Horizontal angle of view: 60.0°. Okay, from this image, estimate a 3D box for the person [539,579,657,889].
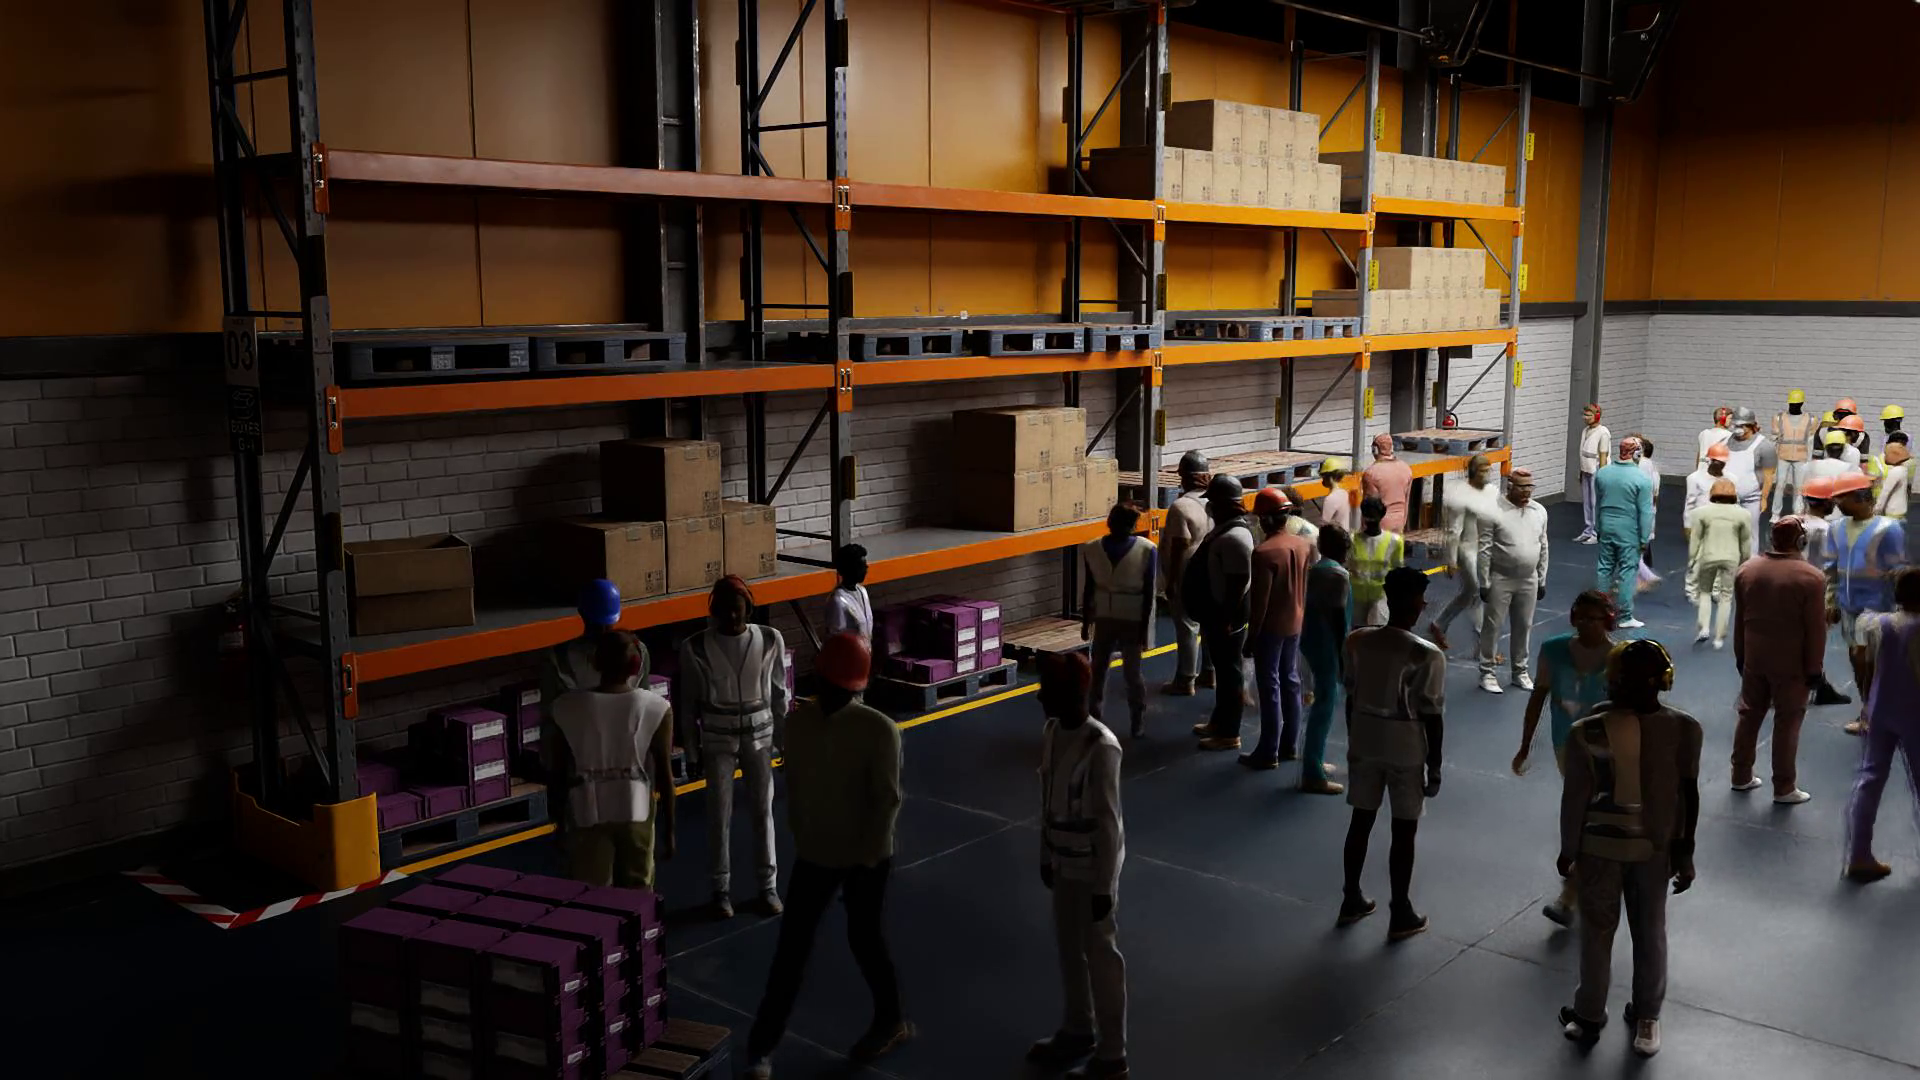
[{"bbox_3d":[-1.843,1.147,8.516,0.604,1.937,0.403,-6,10,-32],"label":"person"}]

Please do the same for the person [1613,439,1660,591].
[{"bbox_3d":[7.562,-0.287,18.529,0.320,1.698,0.531,-1,9,-8],"label":"person"}]

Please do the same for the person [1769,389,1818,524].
[{"bbox_3d":[11.761,-1.170,23.496,0.593,1.922,0.377,4,10,25],"label":"person"}]

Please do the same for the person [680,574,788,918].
[{"bbox_3d":[-1.212,1.107,8.977,0.584,1.878,0.368,-3,9,-18],"label":"person"}]

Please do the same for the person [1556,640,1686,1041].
[{"bbox_3d":[2.981,1.355,7.505,0.590,1.833,0.403,0,9,-3],"label":"person"}]

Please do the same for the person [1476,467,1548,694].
[{"bbox_3d":[4.616,0.335,13.884,0.645,1.900,0.399,-2,9,-12],"label":"person"}]

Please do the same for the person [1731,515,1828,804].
[{"bbox_3d":[5.441,0.779,11.032,0.395,1.901,0.643,-5,10,-27],"label":"person"}]

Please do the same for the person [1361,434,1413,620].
[{"bbox_3d":[4.264,-0.126,16.849,0.639,1.901,0.402,-6,11,-33],"label":"person"}]

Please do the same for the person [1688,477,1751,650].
[{"bbox_3d":[7.112,0.215,15.577,0.534,1.600,0.447,4,10,23],"label":"person"}]

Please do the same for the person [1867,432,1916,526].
[{"bbox_3d":[11.115,-0.477,19.905,0.532,1.643,0.920,3,9,20],"label":"person"}]

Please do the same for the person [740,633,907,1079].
[{"bbox_3d":[-0.551,1.362,7.125,0.618,1.930,0.835,4,10,24],"label":"person"}]

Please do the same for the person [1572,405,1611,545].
[{"bbox_3d":[8.293,-0.855,21.750,0.387,1.838,0.562,-1,9,-6],"label":"person"}]

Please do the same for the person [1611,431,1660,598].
[{"bbox_3d":[7.300,-0.249,17.902,0.553,1.818,0.540,-6,10,-33],"label":"person"}]

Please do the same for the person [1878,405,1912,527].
[{"bbox_3d":[11.495,-0.708,20.566,0.591,1.913,0.394,-6,11,-36],"label":"person"}]

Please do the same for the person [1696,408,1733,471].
[{"bbox_3d":[9.582,-0.760,21.122,0.396,1.841,0.565,-3,9,-20],"label":"person"}]

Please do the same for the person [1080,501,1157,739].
[{"bbox_3d":[1.179,0.602,12.393,0.619,1.821,0.448,4,10,26],"label":"person"}]

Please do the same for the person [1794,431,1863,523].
[{"bbox_3d":[9.147,-0.216,17.510,0.592,1.858,0.976,8,12,40],"label":"person"}]

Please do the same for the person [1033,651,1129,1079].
[{"bbox_3d":[0.513,1.395,7.137,0.375,1.876,0.581,-3,9,-21],"label":"person"}]

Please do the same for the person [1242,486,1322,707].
[{"bbox_3d":[2.599,0.473,13.355,0.648,1.805,0.867,8,12,44],"label":"person"}]

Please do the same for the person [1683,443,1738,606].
[{"bbox_3d":[7.948,-0.162,17.592,0.566,1.742,0.358,0,9,-2],"label":"person"}]

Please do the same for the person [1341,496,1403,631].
[{"bbox_3d":[3.439,0.442,13.957,0.535,1.666,0.811,3,9,20],"label":"person"}]

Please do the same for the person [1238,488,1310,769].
[{"bbox_3d":[2.212,0.619,11.762,0.392,1.986,0.610,9,12,44],"label":"person"}]

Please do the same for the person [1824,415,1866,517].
[{"bbox_3d":[10.064,-0.462,18.941,0.388,1.926,0.549,-1,9,-3],"label":"person"}]

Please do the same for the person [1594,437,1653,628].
[{"bbox_3d":[6.599,-0.073,16.522,0.399,1.900,0.645,-5,10,-31],"label":"person"}]

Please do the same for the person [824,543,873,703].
[{"bbox_3d":[-0.752,0.855,11.198,0.319,1.691,0.536,3,9,18],"label":"person"}]

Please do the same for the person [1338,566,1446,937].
[{"bbox_3d":[2.274,1.102,8.753,0.366,1.959,0.603,-8,12,-43],"label":"person"}]

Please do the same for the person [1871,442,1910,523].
[{"bbox_3d":[10.505,-0.299,18.853,0.394,1.622,0.515,7,11,37],"label":"person"}]

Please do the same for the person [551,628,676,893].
[{"bbox_3d":[-1.628,1.337,7.820,0.581,1.794,0.692,-2,9,-11],"label":"person"}]

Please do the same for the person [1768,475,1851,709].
[{"bbox_3d":[6.766,0.423,13.316,0.938,1.903,0.556,-1,9,-9],"label":"person"}]

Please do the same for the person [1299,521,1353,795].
[{"bbox_3d":[2.467,0.789,11.246,0.378,1.808,0.578,-1,9,-5],"label":"person"}]

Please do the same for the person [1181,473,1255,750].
[{"bbox_3d":[1.895,0.515,12.253,0.535,2.000,0.673,1,9,5],"label":"person"}]

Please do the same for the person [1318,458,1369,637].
[{"bbox_3d":[3.646,0.085,16.039,0.720,1.735,0.600,4,9,22],"label":"person"}]

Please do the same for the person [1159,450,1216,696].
[{"bbox_3d":[1.915,0.263,13.879,0.688,2.000,0.536,-8,12,-43],"label":"person"}]

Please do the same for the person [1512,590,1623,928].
[{"bbox_3d":[3.334,1.154,8.938,0.580,1.784,1.009,8,12,44],"label":"person"}]

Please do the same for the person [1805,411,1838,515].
[{"bbox_3d":[11.412,-0.833,21.958,0.492,1.729,0.324,3,9,20],"label":"person"}]

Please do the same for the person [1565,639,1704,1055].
[{"bbox_3d":[3.012,1.351,7.414,0.514,1.871,0.327,7,11,37],"label":"person"}]

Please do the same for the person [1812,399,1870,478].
[{"bbox_3d":[10.605,-0.690,20.084,0.612,2.029,0.407,5,10,29],"label":"person"}]

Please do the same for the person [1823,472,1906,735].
[{"bbox_3d":[6.814,0.498,12.546,0.439,1.989,0.720,-2,9,-15],"label":"person"}]

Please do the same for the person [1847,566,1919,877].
[{"bbox_3d":[5.495,1.045,9.646,0.993,1.784,0.533,-5,10,-29],"label":"person"}]

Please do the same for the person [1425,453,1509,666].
[{"bbox_3d":[4.630,0.137,15.156,0.640,1.911,0.937,-7,11,-37],"label":"person"}]

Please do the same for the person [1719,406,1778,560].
[{"bbox_3d":[8.842,-0.516,18.907,0.536,2.000,0.688,-6,11,-36],"label":"person"}]
